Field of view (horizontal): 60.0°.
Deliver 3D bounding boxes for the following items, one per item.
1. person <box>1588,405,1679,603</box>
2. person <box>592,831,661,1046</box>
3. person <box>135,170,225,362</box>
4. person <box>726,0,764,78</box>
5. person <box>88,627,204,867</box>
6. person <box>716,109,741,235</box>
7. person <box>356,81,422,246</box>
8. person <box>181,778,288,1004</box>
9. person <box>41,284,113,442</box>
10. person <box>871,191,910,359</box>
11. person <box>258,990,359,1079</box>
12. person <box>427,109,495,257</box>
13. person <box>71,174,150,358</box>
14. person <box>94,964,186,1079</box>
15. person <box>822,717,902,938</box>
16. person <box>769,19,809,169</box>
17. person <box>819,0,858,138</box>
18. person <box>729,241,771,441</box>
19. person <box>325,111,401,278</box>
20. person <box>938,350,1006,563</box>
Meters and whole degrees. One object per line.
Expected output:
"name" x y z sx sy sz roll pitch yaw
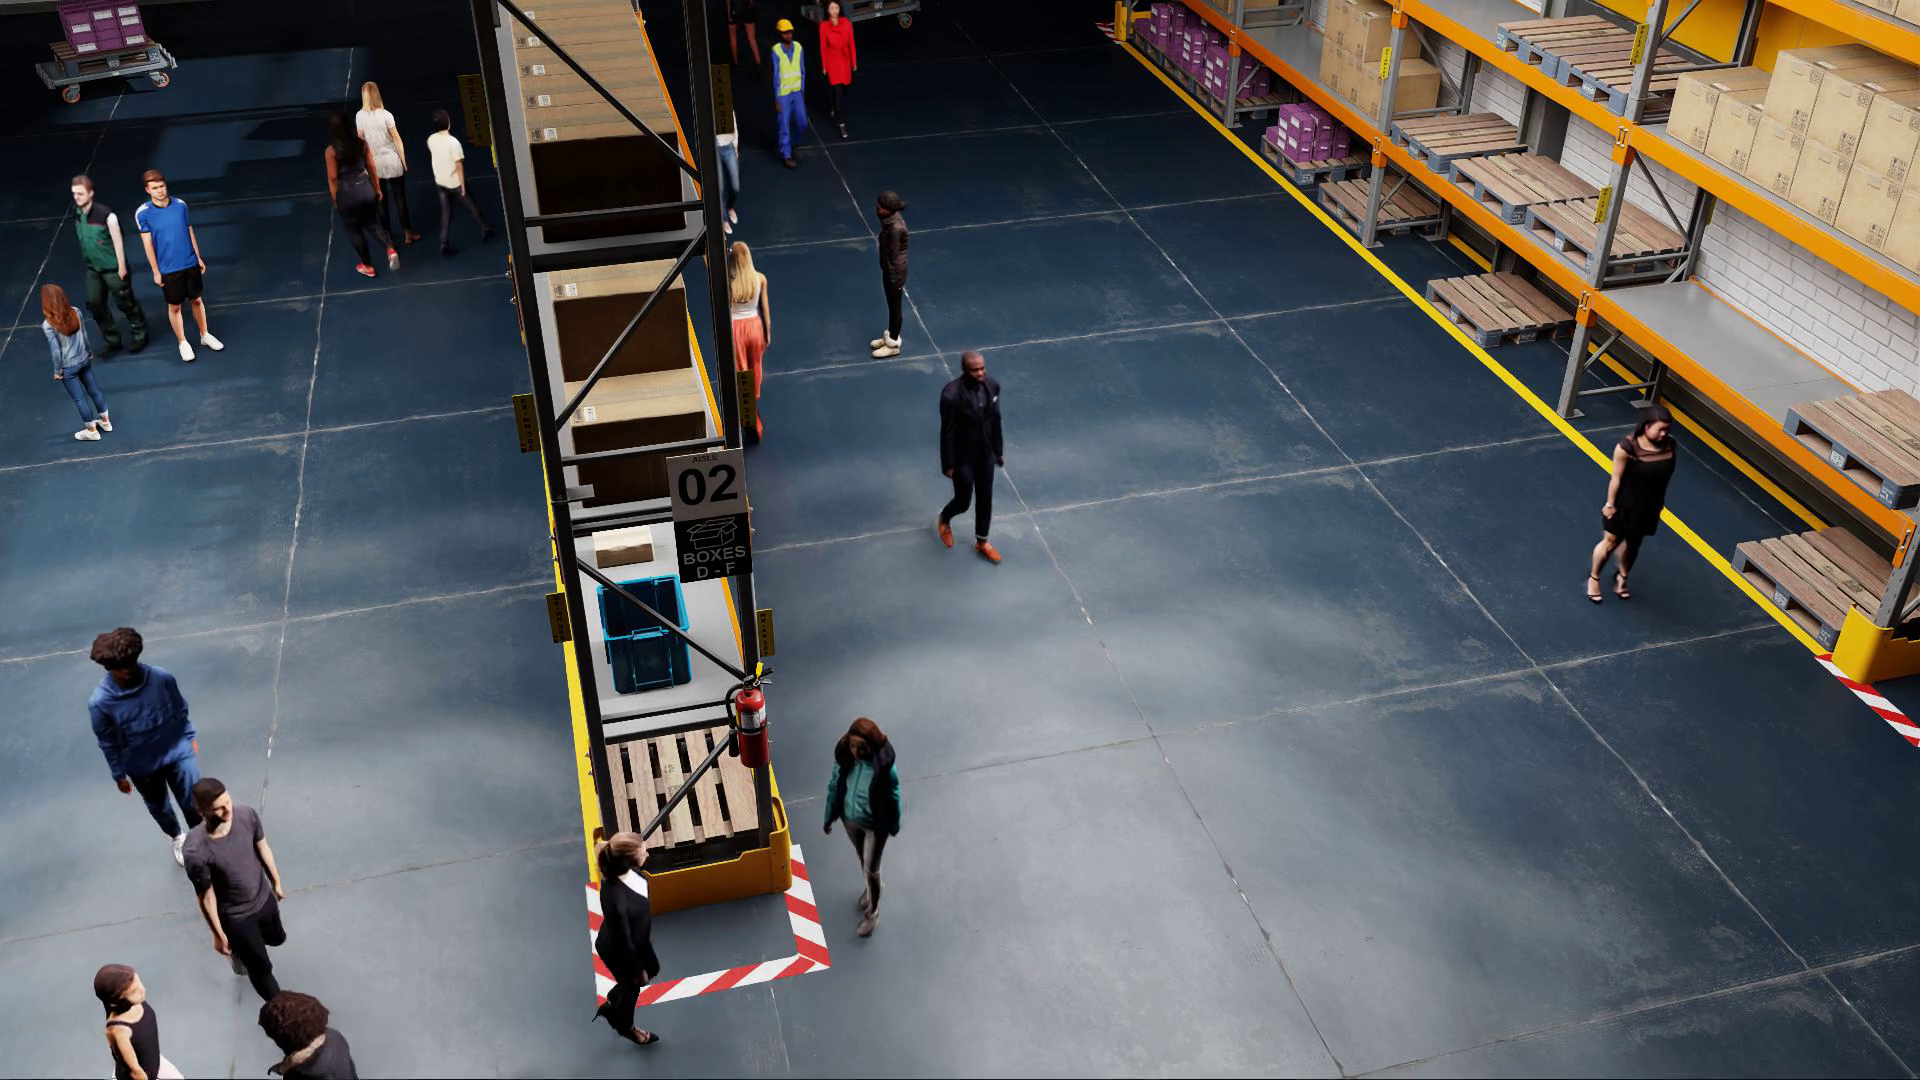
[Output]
"person" 5.068 -0.274 12.520 0.632 1.712 0.596 -7 34 -10
"person" -1.873 2.176 8.868 0.778 1.674 0.686 -5 34 -7
"person" -7.532 -2.663 15.975 0.762 1.866 0.748 27 42 34
"person" -2.996 -7.247 23.018 0.784 1.704 1.214 -15 37 -22
"person" -4.945 1.248 10.157 0.837 1.794 0.911 -21 39 -29
"person" -2.686 -4.289 18.554 0.587 1.719 0.648 -11 35 -16
"person" -6.292 -4.106 18.182 0.649 1.826 0.584 -2 34 -4
"person" -3.979 1.973 9.110 1.087 1.745 1.051 16 37 22
"person" -7.832 -1.579 14.696 0.706 1.477 0.607 11 35 15
"person" -0.626 -2.581 16.036 0.634 1.661 0.573 10 35 14
"person" -2.886 2.824 7.825 0.892 1.750 0.794 -3 34 -4
"person" -5.574 -3.834 18.023 0.937 1.548 1.037 15 37 22
"person" -8.160 -2.681 16.040 0.865 1.824 0.932 12 35 17
"person" -4.119 2.688 8.237 0.675 1.521 1.000 -4 34 -6
"person" -0.534 1.600 9.905 0.807 1.485 0.873 17 37 24
"person" -2.138 -5.443 20.216 0.768 1.802 0.784 -21 39 -28
"person" -1.571 -6.066 21.222 0.706 1.725 1.040 -14 36 -20
"person" -1.886 -1.715 14.656 0.701 1.747 1.267 -12 35 -17
"person" -6.281 -3.567 17.395 0.898 1.799 1.003 -29 43 -36
"person" 0.058 -0.689 13.054 0.877 1.812 0.979 -23 40 -31
